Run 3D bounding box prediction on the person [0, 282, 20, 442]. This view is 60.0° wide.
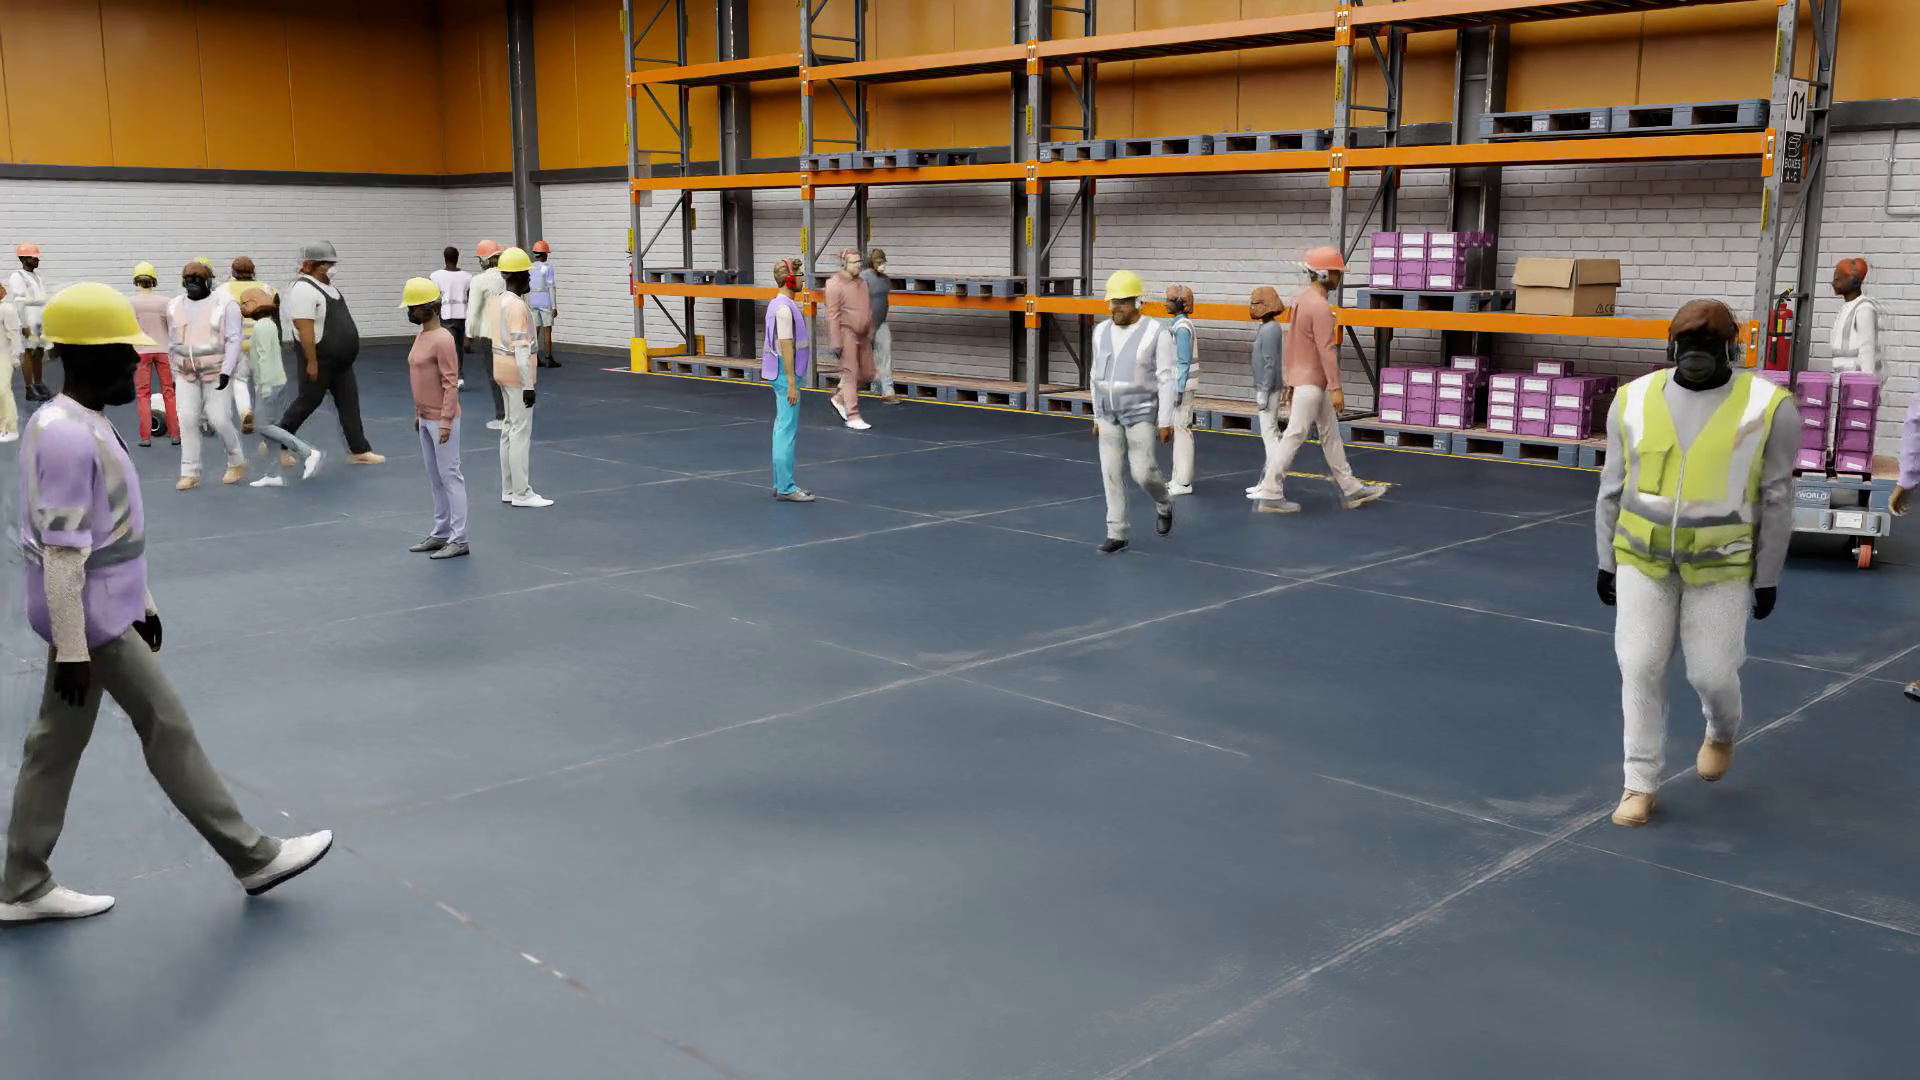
[{"bbox_3d":[-9.527,-1.786,16.411,0.514,1.629,0.350,5,11,24],"label":"person"}]

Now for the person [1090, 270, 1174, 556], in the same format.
[{"bbox_3d":[1.116,-0.819,10.648,0.588,1.812,0.639,8,13,36],"label":"person"}]

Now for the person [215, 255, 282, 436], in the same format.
[{"bbox_3d":[-7.097,-1.921,16.630,0.625,1.829,0.523,-5,12,-27],"label":"person"}]

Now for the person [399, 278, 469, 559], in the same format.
[{"bbox_3d":[-3.316,-0.760,10.461,0.327,1.761,0.522,-8,13,-37],"label":"person"}]

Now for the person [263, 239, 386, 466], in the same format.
[{"bbox_3d":[-5.659,-1.659,14.589,0.977,2.000,0.690,0,10,2],"label":"person"}]

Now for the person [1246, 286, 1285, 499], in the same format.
[{"bbox_3d":[2.357,-1.132,12.828,0.286,1.631,0.502,2,11,12],"label":"person"}]

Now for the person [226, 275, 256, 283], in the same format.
[{"bbox_3d":[-11.634,-3.736,27.017,0.523,1.636,0.309,-1,10,-4],"label":"person"}]

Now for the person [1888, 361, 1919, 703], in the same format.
[{"bbox_3d":[4.441,-0.227,7.230,1.040,1.888,0.631,-7,13,-34],"label":"person"}]

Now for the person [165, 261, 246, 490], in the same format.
[{"bbox_3d":[-6.043,-1.319,13.347,0.639,1.819,0.548,0,10,2],"label":"person"}]

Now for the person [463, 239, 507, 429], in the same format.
[{"bbox_3d":[-4.897,-2.143,17.421,0.545,1.975,0.623,5,12,26],"label":"person"}]

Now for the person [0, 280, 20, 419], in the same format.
[{"bbox_3d":[-10.543,-2.227,18.058,0.401,1.906,0.651,1,10,6],"label":"person"}]

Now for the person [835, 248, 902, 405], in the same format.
[{"bbox_3d":[-1.119,-2.578,20.083,0.962,1.889,0.675,9,14,40],"label":"person"}]

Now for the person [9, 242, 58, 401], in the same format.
[{"bbox_3d":[-11.382,-2.682,20.452,0.356,1.939,0.543,-1,10,-3],"label":"person"}]

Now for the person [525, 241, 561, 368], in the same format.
[{"bbox_3d":[-6.398,-3.607,25.497,0.552,1.934,0.373,5,11,24],"label":"person"}]

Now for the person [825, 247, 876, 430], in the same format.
[{"bbox_3d":[-1.155,-2.110,17.439,0.542,1.893,0.671,6,12,31],"label":"person"}]

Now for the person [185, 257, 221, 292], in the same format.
[{"bbox_3d":[-10.355,-3.024,22.915,0.502,1.705,0.850,-1,10,-7],"label":"person"}]

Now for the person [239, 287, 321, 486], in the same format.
[{"bbox_3d":[-5.511,-1.229,13.430,0.527,1.604,0.538,-2,11,-13],"label":"person"}]

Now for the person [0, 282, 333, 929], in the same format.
[{"bbox_3d":[-2.425,0.196,4.900,0.954,1.876,0.612,-5,12,-26],"label":"person"}]

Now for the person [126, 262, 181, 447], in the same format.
[{"bbox_3d":[-7.762,-1.775,15.974,0.526,1.768,0.314,-6,12,-29],"label":"person"}]

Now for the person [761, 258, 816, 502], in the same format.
[{"bbox_3d":[-1.322,-1.214,12.679,0.382,1.849,0.571,-2,11,-10],"label":"person"}]

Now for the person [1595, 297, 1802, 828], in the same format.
[{"bbox_3d":[2.541,0.071,5.780,0.626,1.826,0.610,7,13,34],"label":"person"}]

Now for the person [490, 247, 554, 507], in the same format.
[{"bbox_3d":[-3.292,-1.206,12.430,0.366,1.926,0.594,-6,12,-29],"label":"person"}]

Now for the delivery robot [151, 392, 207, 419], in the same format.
[{"bbox_3d":[-7.835,-1.381,16.866,0.707,0.478,0.477,1,10,9],"label":"delivery robot"}]

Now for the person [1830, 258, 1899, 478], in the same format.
[{"bbox_3d":[6.863,-1.194,12.557,0.714,1.864,0.596,3,11,15],"label":"person"}]

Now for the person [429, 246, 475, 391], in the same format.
[{"bbox_3d":[-6.653,-2.909,21.852,0.589,1.880,0.967,-7,13,-35],"label":"person"}]

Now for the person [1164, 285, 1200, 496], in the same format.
[{"bbox_3d":[1.711,-1.167,12.995,0.313,1.642,0.513,1,10,5],"label":"person"}]

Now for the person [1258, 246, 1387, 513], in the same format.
[{"bbox_3d":[2.653,-1.153,12.109,1.014,1.937,0.657,0,10,0],"label":"person"}]
